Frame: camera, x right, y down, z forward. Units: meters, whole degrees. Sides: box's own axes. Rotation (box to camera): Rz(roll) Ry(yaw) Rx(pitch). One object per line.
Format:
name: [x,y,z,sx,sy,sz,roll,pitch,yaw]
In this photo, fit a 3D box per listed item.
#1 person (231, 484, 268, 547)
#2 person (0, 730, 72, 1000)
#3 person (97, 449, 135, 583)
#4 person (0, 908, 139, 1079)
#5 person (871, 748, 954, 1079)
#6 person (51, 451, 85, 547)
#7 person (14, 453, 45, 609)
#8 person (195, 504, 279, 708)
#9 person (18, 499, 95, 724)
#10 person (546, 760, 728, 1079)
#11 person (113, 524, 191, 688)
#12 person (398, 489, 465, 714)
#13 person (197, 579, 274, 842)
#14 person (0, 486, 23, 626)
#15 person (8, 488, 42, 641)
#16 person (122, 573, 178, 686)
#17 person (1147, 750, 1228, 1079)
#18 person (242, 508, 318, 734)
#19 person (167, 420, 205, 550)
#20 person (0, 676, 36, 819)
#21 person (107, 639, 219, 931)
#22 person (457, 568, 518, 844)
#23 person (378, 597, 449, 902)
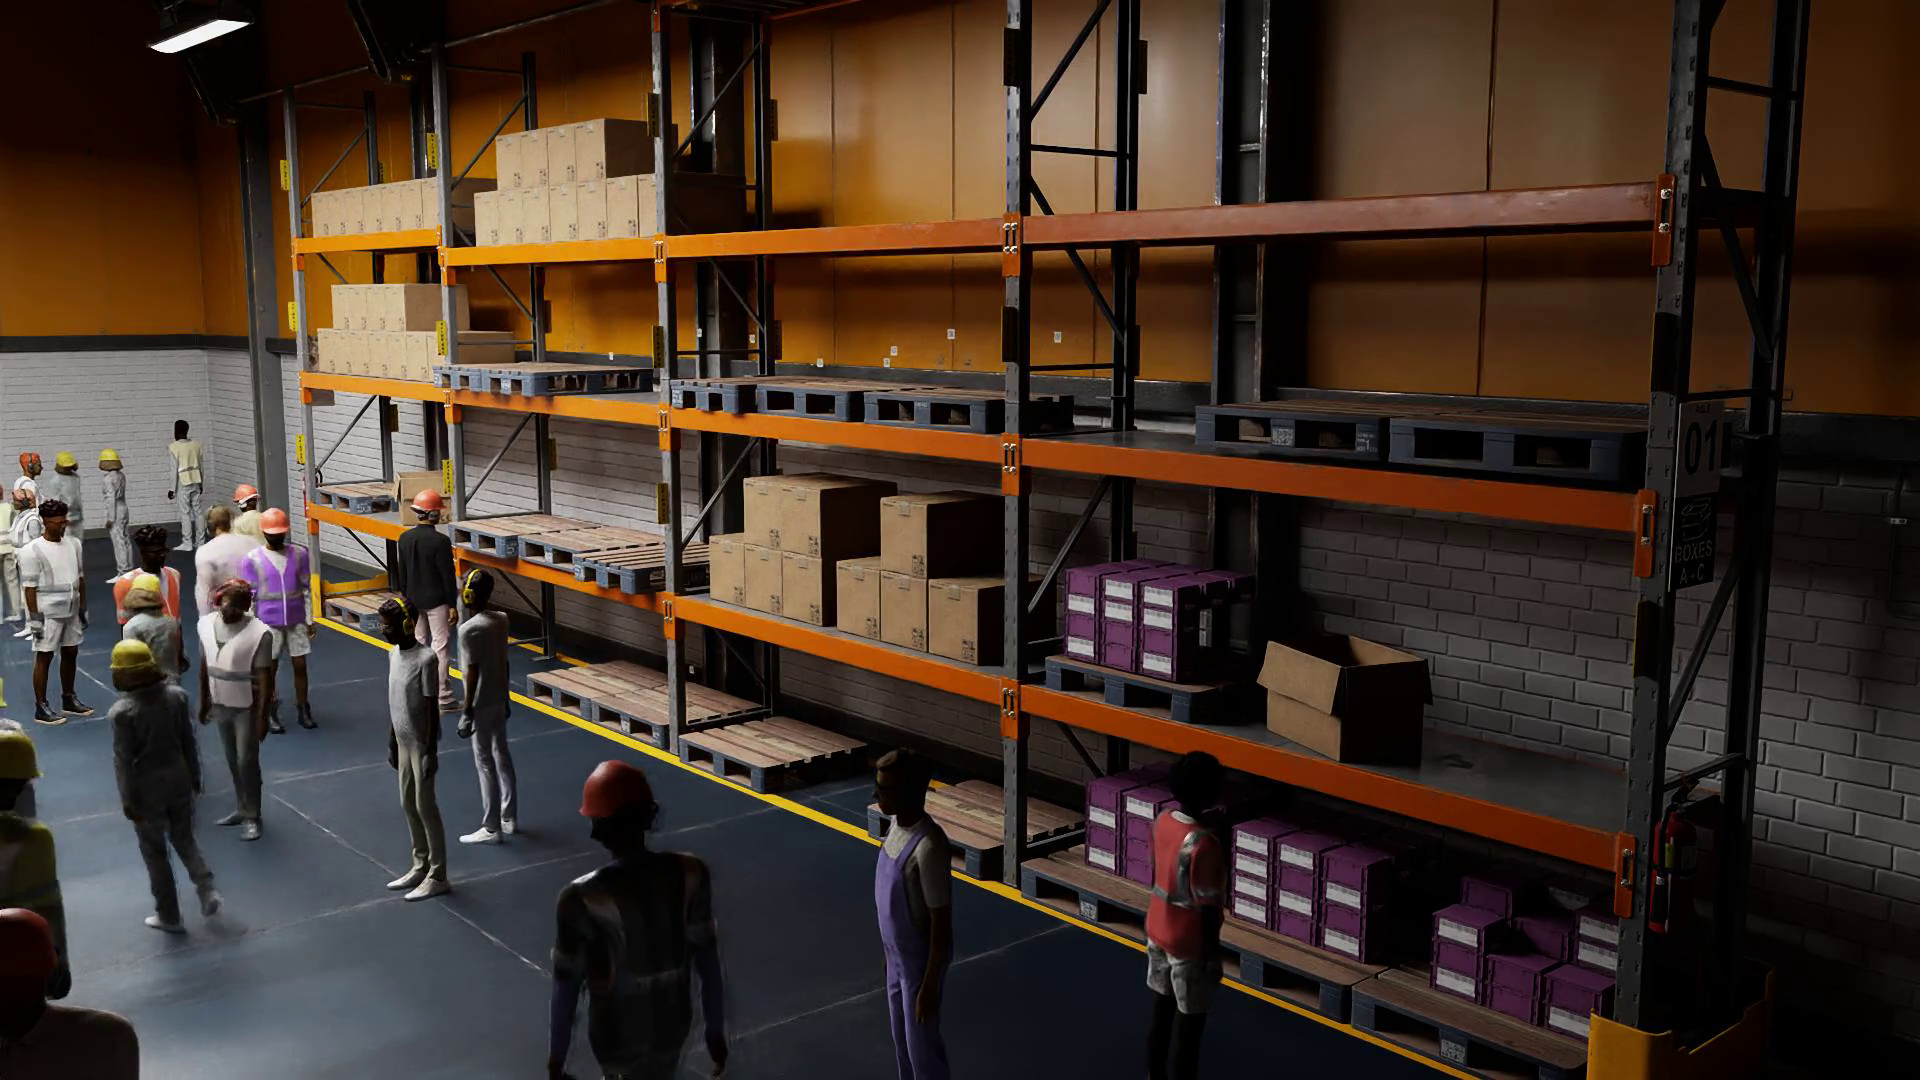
person: [-7.409,0.287,17.404,0.354,1.739,0.573,3,9,19]
person: [-4.015,1.731,6.863,0.597,1.878,0.553,0,8,3]
person: [-10.960,-0.307,21.549,0.334,1.734,0.537,-1,8,-8]
person: [-2.623,1.990,4.718,0.621,1.985,0.408,-4,9,-24]
person: [-0.200,1.752,6.848,0.327,1.843,0.515,-3,9,-20]
person: [-11.623,-0.314,21.670,0.429,1.715,0.512,1,8,9]
person: [-10.933,-0.092,19.575,0.354,1.877,0.574,-6,10,-37]
person: [-6.245,0.646,14.286,0.459,1.918,0.650,3,9,19]
person: [-7.820,0.611,14.409,0.386,1.956,0.603,3,9,18]
person: [-1.226,1.788,6.140,0.609,1.974,1.059,-8,11,-44]
person: [-6.136,0.851,12.688,0.369,1.965,0.609,2,9,17]
person: [-4.674,0.546,14.710,0.619,1.994,0.381,4,9,26]
person: [-4.897,1.134,11.309,0.659,1.804,0.450,3,9,22]
person: [-10.830,0.146,18.726,0.310,1.636,0.522,4,9,24]
person: [-10.049,0.256,17.950,0.514,1.641,0.307,7,11,41]
person: [-5.772,1.101,11.869,0.438,1.699,0.593,2,8,12]
person: [1.001,1.757,7.321,0.318,1.695,0.539,-3,9,-19]
person: [-5.734,0.679,14.047,0.552,1.923,0.390,-6,10,-38]
person: [-11.314,-0.801,24.335,0.392,1.920,0.587,3,9,23]
person: [-5.123,1.526,8.606,0.614,1.788,0.503,-8,11,-44]
person: [-4.622,1.417,9.602,0.519,1.714,0.508,5,9,30]
person: [-3.204,1.115,11.187,0.331,1.872,0.513,3,9,17]
person: [-3.363,1.266,10.202,0.529,1.856,0.349,7,11,42]
